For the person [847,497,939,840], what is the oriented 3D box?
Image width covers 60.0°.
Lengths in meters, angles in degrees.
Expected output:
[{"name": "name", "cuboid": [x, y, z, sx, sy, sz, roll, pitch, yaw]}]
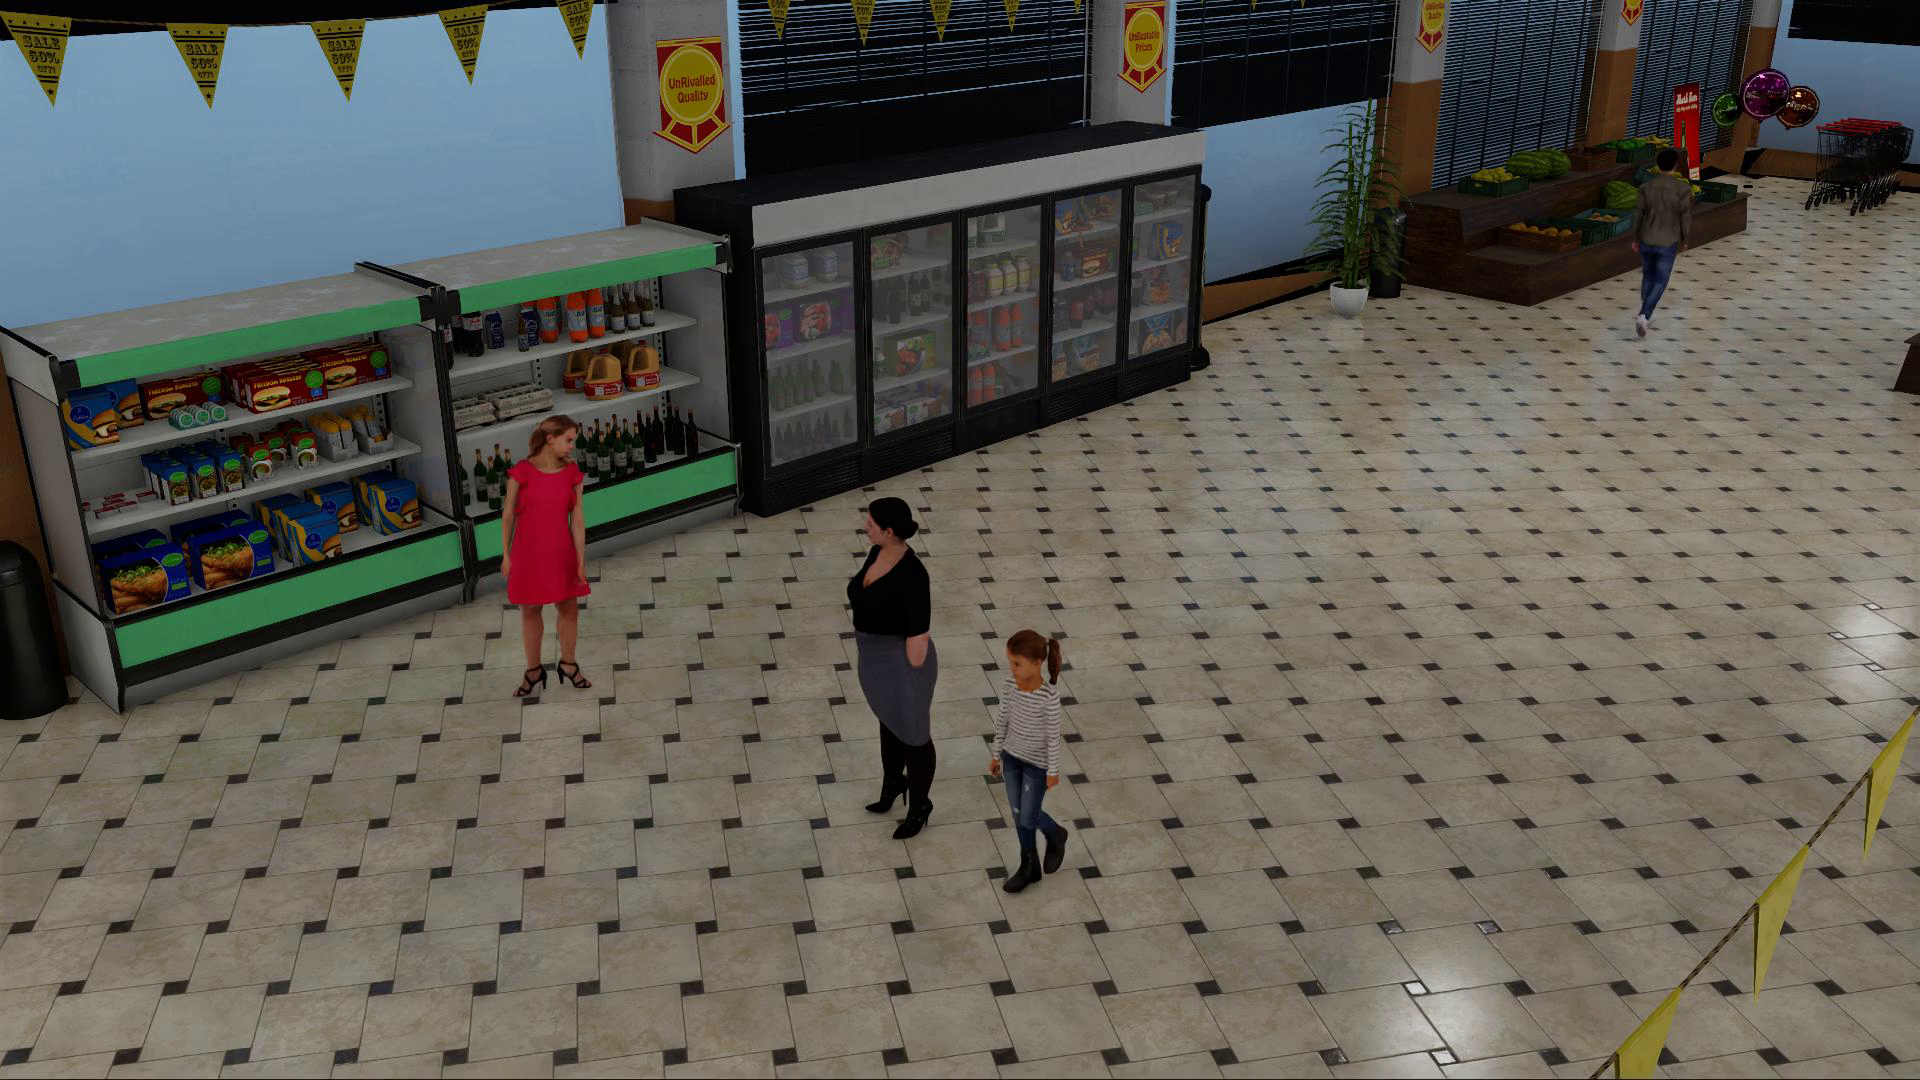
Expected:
[{"name": "person", "cuboid": [-0.290, 0.602, 8.020, 0.732, 1.756, 0.739, -11, 24, -24]}]

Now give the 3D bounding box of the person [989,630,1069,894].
[{"name": "person", "cuboid": [0.362, 0.998, 7.639, 0.469, 1.304, 0.607, 19, 29, 39]}]

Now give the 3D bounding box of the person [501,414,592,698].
[{"name": "person", "cuboid": [-2.401, 0.100, 9.362, 0.664, 1.688, 0.803, -2, 22, -4]}]

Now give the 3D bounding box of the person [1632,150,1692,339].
[{"name": "person", "cuboid": [7.061, -2.994, 16.834, 0.735, 1.858, 1.129, 18, 28, 37]}]
